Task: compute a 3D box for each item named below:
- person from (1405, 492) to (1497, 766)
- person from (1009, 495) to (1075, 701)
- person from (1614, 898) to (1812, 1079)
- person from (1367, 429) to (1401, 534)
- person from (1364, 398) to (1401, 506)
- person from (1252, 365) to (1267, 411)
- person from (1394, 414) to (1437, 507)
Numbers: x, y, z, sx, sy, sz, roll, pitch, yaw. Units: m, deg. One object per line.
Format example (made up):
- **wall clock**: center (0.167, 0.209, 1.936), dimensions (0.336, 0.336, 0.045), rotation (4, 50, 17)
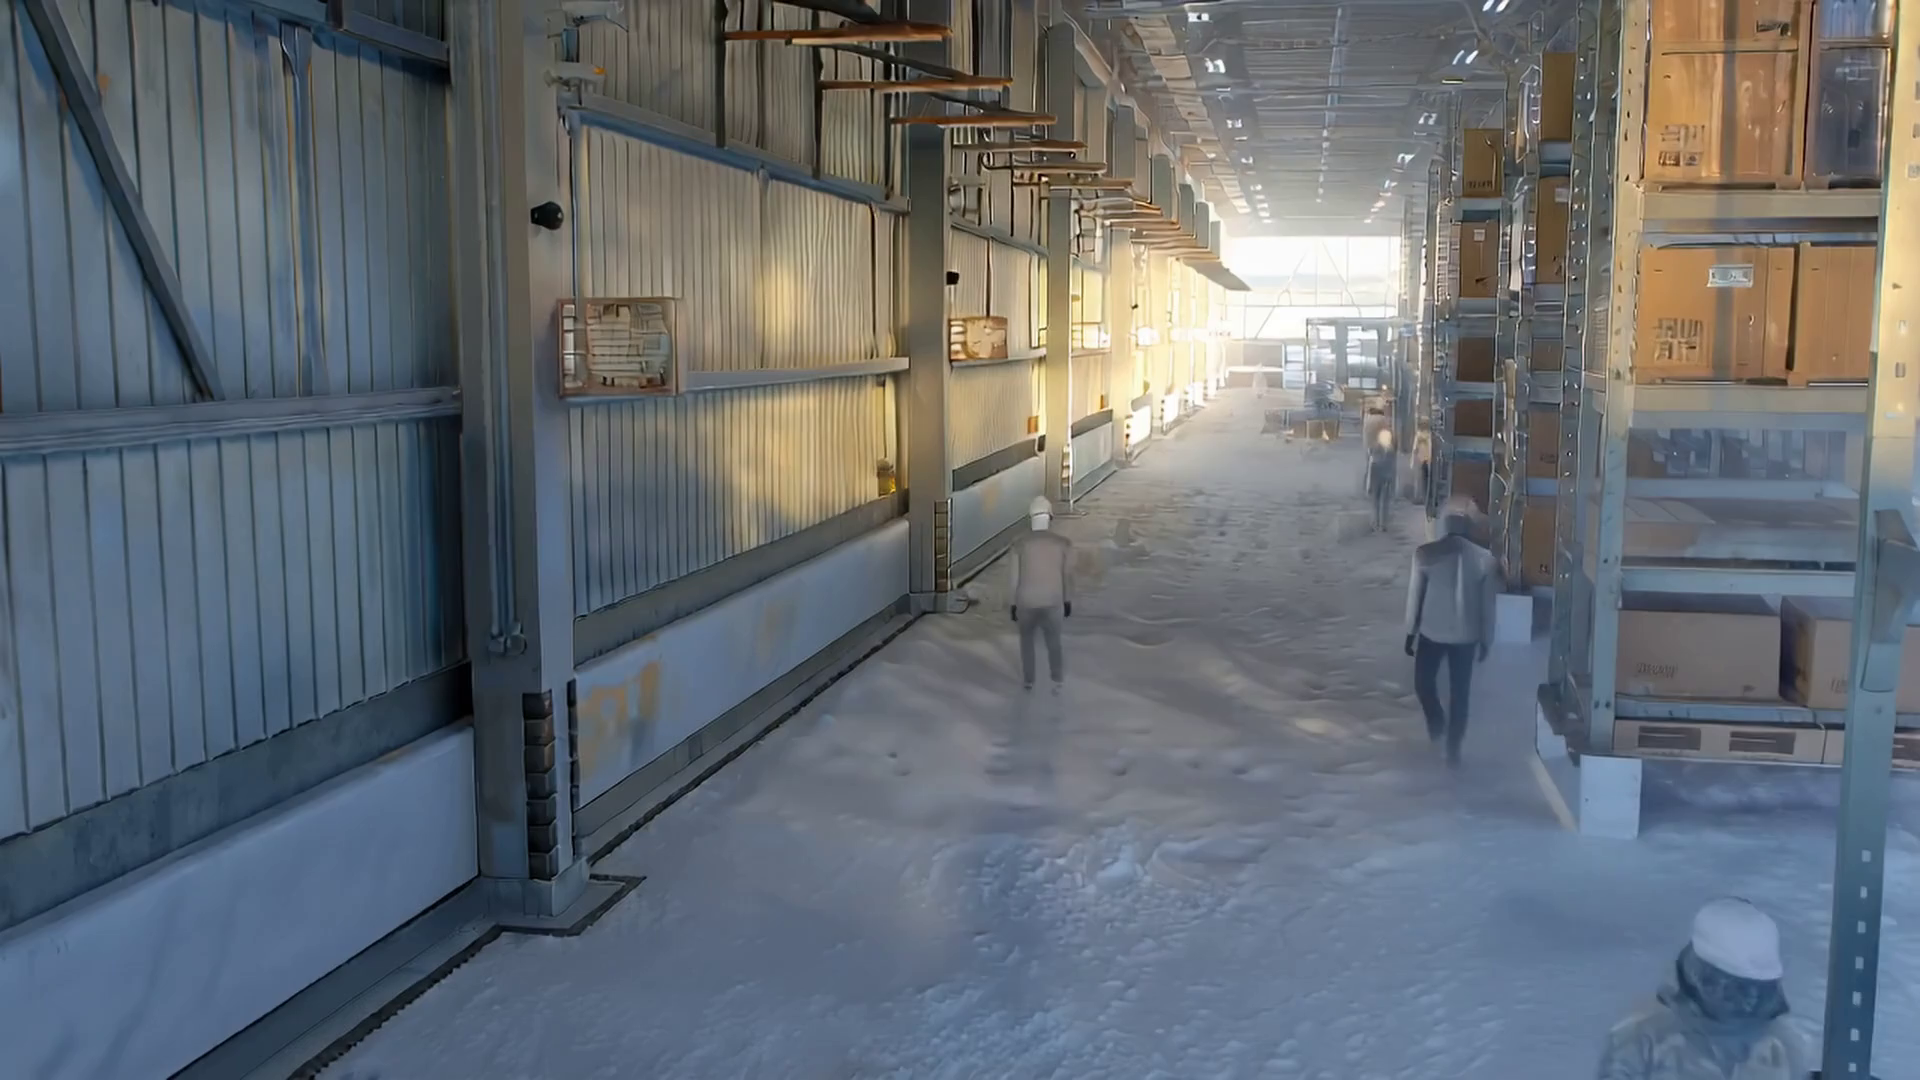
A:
- **person**: center (3.488, 0.645, 11.821), dimensions (0.635, 1.970, 0.476), rotation (1, 7, 5)
- **person**: center (0.698, 0.485, 14.101), dimensions (0.570, 1.726, 0.804), rotation (-1, 7, -7)
- **person**: center (1.856, 1.738, 4.111), dimensions (0.499, 1.718, 0.723), rotation (1, 7, 9)
- **person**: center (6.506, -0.896, 25.533), dimensions (0.514, 1.627, 0.363), rotation (2, 7, 14)
- **person**: center (7.535, -1.575, 29.737), dimensions (0.639, 1.930, 1.053), rotation (-2, 7, -13)
- **person**: center (11.865, -6.040, 65.944), dimensions (0.584, 1.822, 0.665), rotation (0, 7, 1)
- **person**: center (8.003, -1.380, 29.148), dimensions (0.905, 1.697, 0.504), rotation (7, 10, 43)
